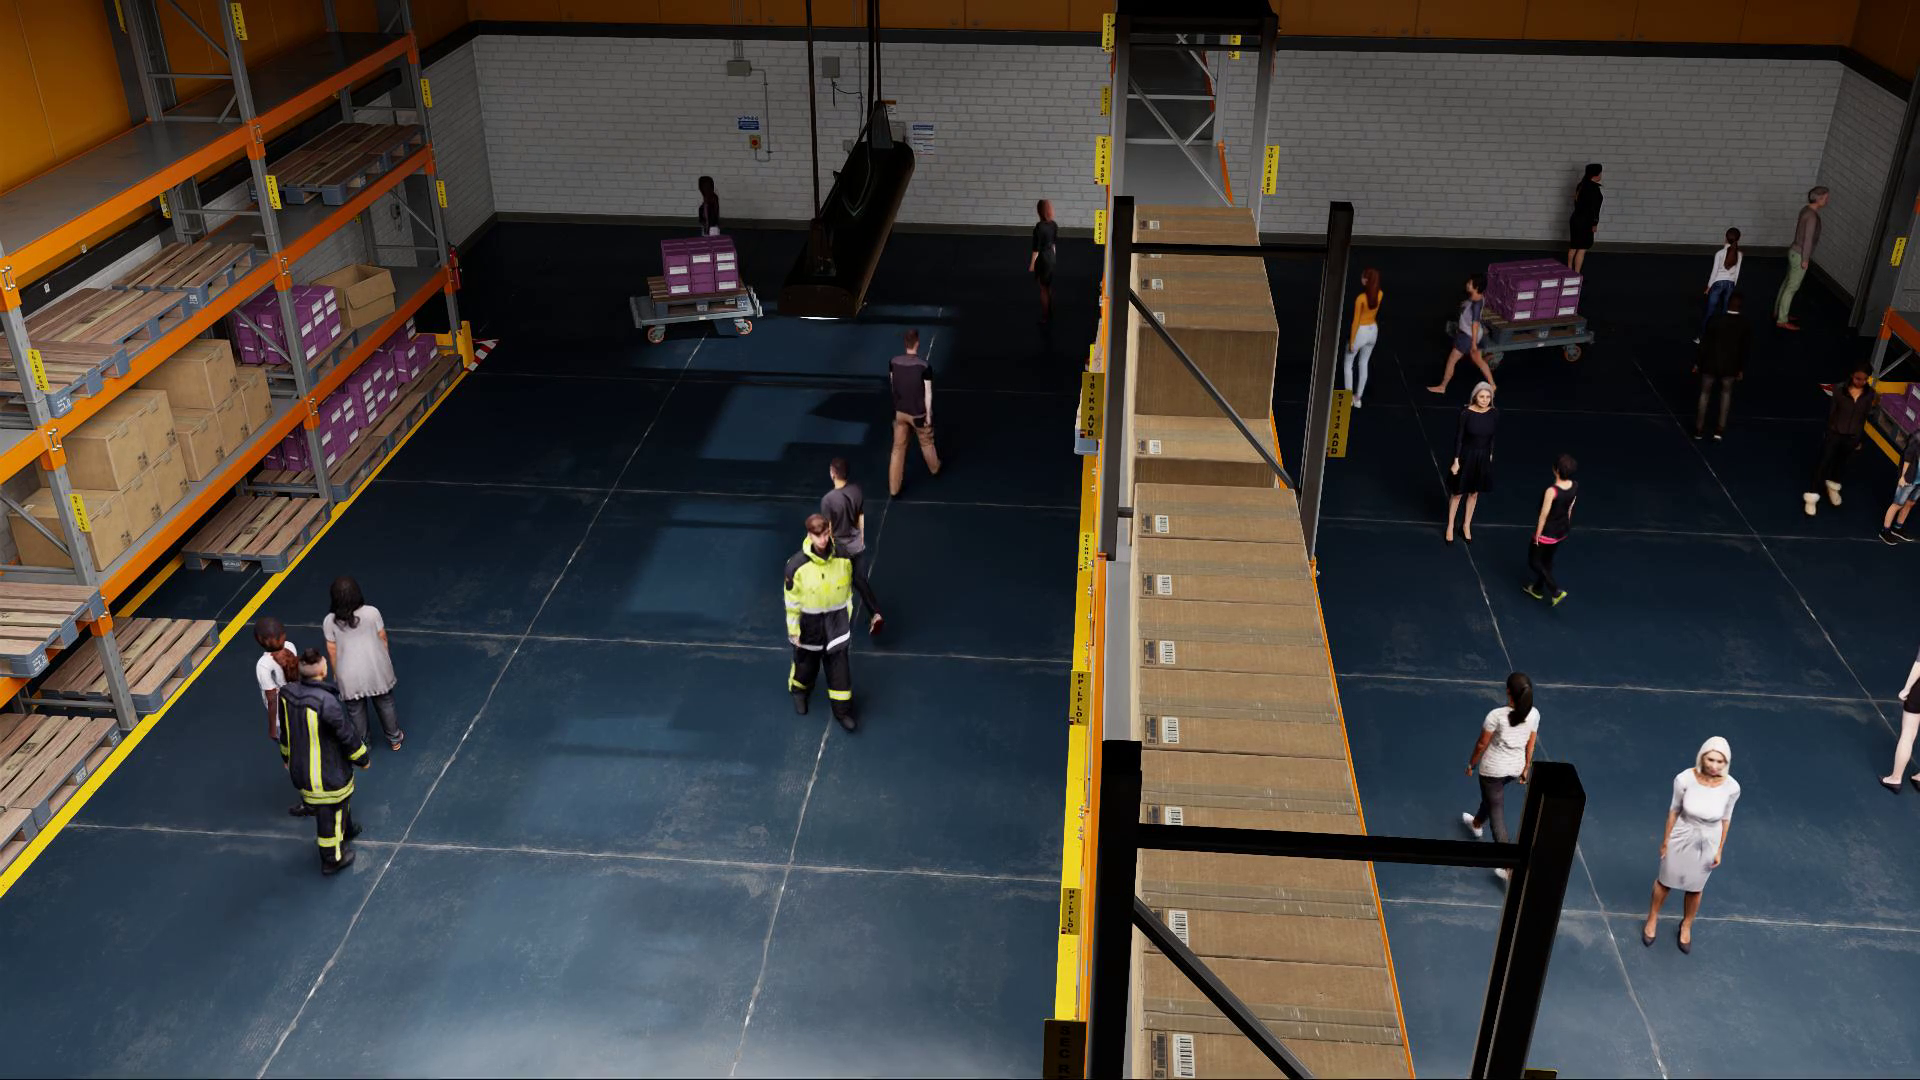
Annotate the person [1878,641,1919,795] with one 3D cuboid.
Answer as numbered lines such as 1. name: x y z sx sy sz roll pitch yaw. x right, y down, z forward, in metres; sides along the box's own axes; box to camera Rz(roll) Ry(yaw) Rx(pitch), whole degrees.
1. person: 7.526 1.172 12.875 0.578 1.829 0.492 2 29 3

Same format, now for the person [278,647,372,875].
1. person: -4.669 1.631 12.011 0.916 1.849 0.945 16 33 27

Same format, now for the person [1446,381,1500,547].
1. person: 5.084 -0.760 16.502 0.650 1.746 0.627 -3 29 -6

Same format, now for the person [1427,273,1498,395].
1. person: 6.144 -2.419 19.773 0.797 1.527 1.028 10 30 17

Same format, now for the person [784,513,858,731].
1. person: -1.175 0.616 13.752 1.053 1.965 1.159 -13 31 -23

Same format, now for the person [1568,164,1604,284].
1. person: 8.756 -4.449 23.345 0.812 1.671 0.654 -5 29 -8

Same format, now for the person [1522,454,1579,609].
1. person: 5.540 -0.064 15.445 0.787 1.536 0.922 -13 31 -22

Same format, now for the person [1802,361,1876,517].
1. person: 9.102 -1.022 17.084 0.888 1.649 0.703 3 29 5

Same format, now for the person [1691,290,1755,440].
1. person: 8.485 -1.908 18.557 0.757 1.795 0.813 8 30 14

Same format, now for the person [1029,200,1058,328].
1. person: 1.140 -3.619 21.790 0.723 1.702 0.613 20 34 32

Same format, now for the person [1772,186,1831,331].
1. person: 11.013 -3.719 21.799 0.790 1.869 0.595 8 30 15

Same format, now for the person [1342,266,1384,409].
1. person: 4.756 -2.336 19.394 0.727 1.744 0.770 -15 32 -25

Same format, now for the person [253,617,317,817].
1. person: -5.119 1.336 12.690 0.660 1.719 0.466 5 29 9

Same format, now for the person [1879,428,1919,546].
1. person: 9.541 -0.653 16.620 0.609 1.446 0.624 -11 30 -19

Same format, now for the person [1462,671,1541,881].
1. person: 3.970 1.731 12.084 0.830 1.604 1.169 -7 29 -12

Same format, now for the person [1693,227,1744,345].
1. person: 9.733 -3.236 21.238 0.540 1.558 0.529 1 29 1

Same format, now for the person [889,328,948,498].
1. person: -0.563 -1.299 17.447 0.984 1.789 1.273 14 31 23

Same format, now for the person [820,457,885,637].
1. person: -0.990 0.110 14.916 1.051 1.739 1.108 -23 36 -35

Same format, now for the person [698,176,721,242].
1. person: -3.405 -4.234 23.030 0.656 1.594 0.730 2 29 4

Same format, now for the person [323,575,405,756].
1. person: -4.821 1.015 13.392 0.762 1.609 0.805 -11 31 -20

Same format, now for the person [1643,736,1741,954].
1. person: 4.988 2.058 11.335 0.593 1.748 0.555 7 29 13
